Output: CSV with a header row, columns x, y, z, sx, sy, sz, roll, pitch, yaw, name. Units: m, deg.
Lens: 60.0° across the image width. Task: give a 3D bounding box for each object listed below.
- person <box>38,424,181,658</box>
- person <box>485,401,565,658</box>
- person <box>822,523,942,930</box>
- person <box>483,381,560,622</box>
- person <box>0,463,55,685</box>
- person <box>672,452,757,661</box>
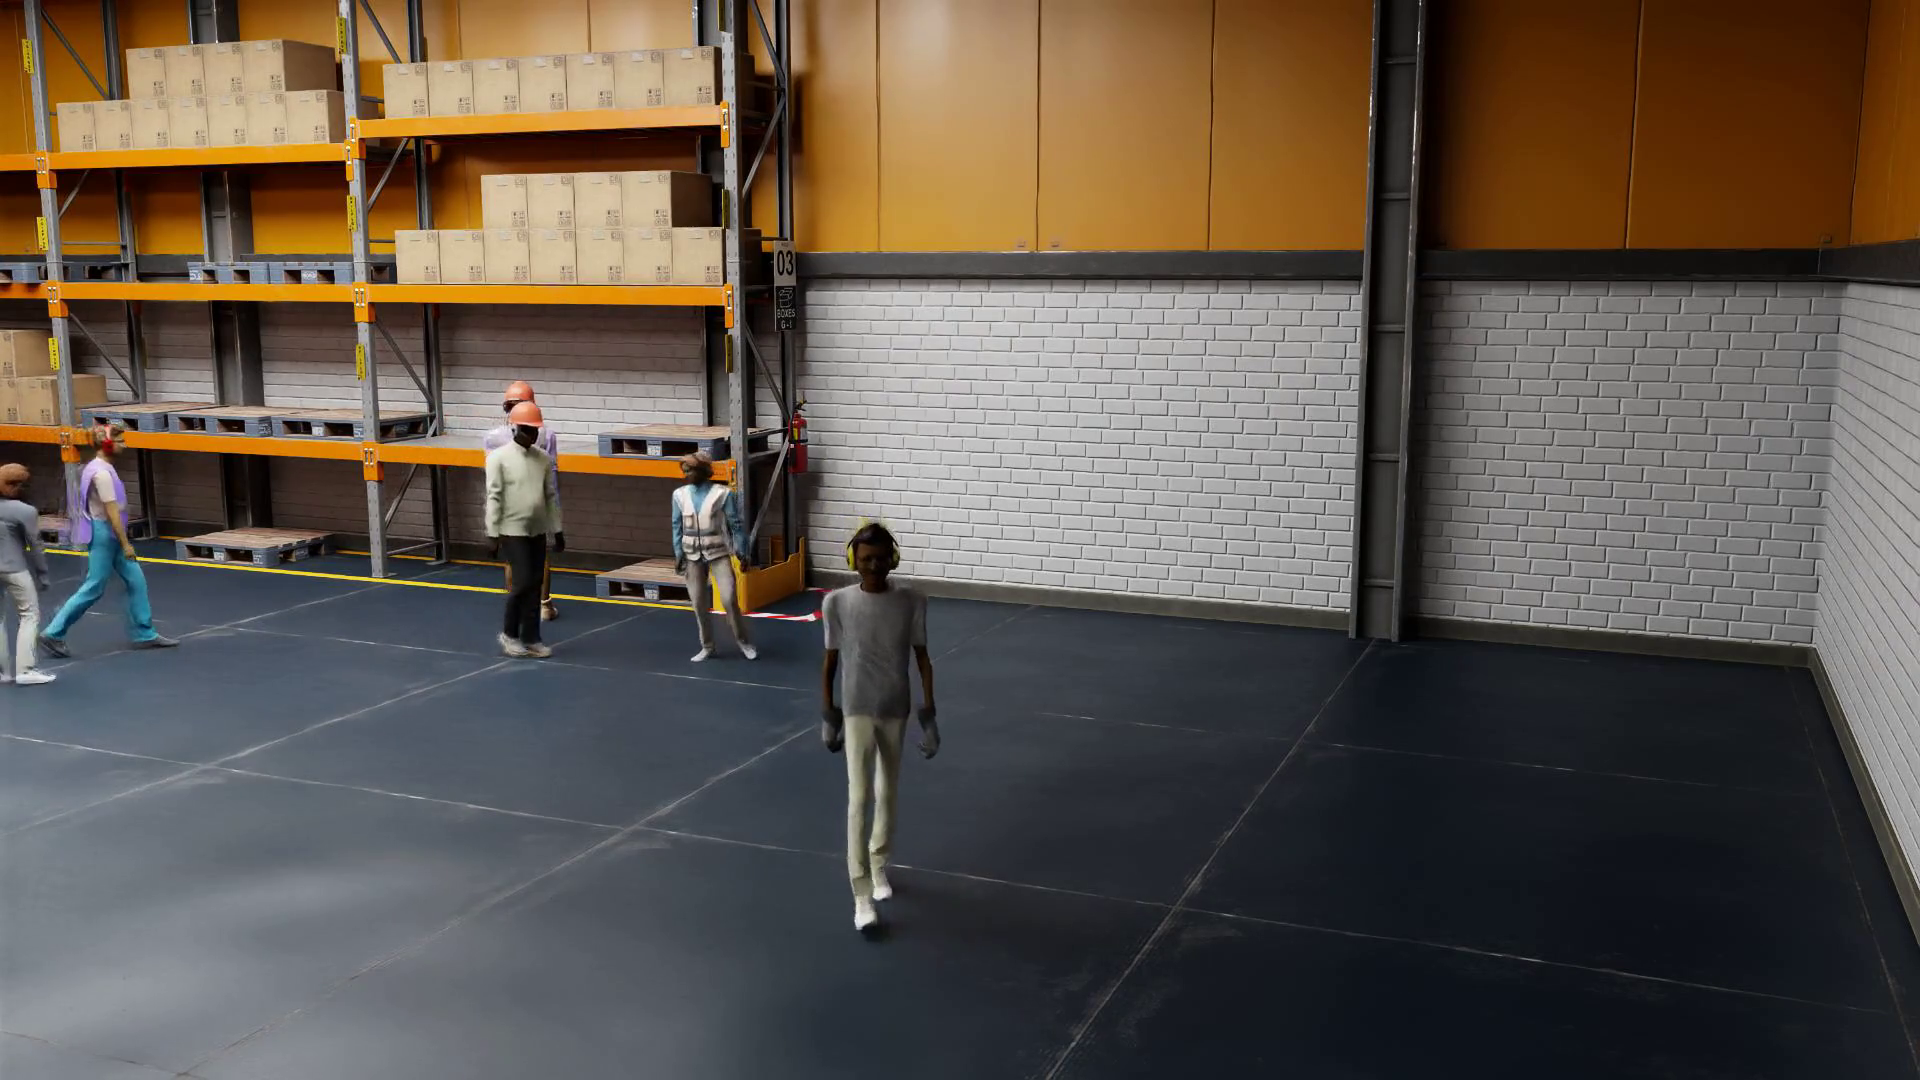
x,y,z,sx,sy,sz,roll,pitch,yaw,name
-6.653,0.003,12.853,0.934,1.805,0.581,-4,10,-21,person
-3.313,-0.069,12.721,0.422,1.981,0.651,6,11,33,person
-0.350,0.848,7.647,0.515,1.838,0.877,-2,10,-13,person
-3.677,-0.312,14.027,0.607,2.044,0.371,-1,9,-8,person
-6.828,0.257,11.909,0.586,1.603,0.418,0,9,-2,person
-1.882,0.142,12.641,0.619,1.622,0.344,3,10,15,person
